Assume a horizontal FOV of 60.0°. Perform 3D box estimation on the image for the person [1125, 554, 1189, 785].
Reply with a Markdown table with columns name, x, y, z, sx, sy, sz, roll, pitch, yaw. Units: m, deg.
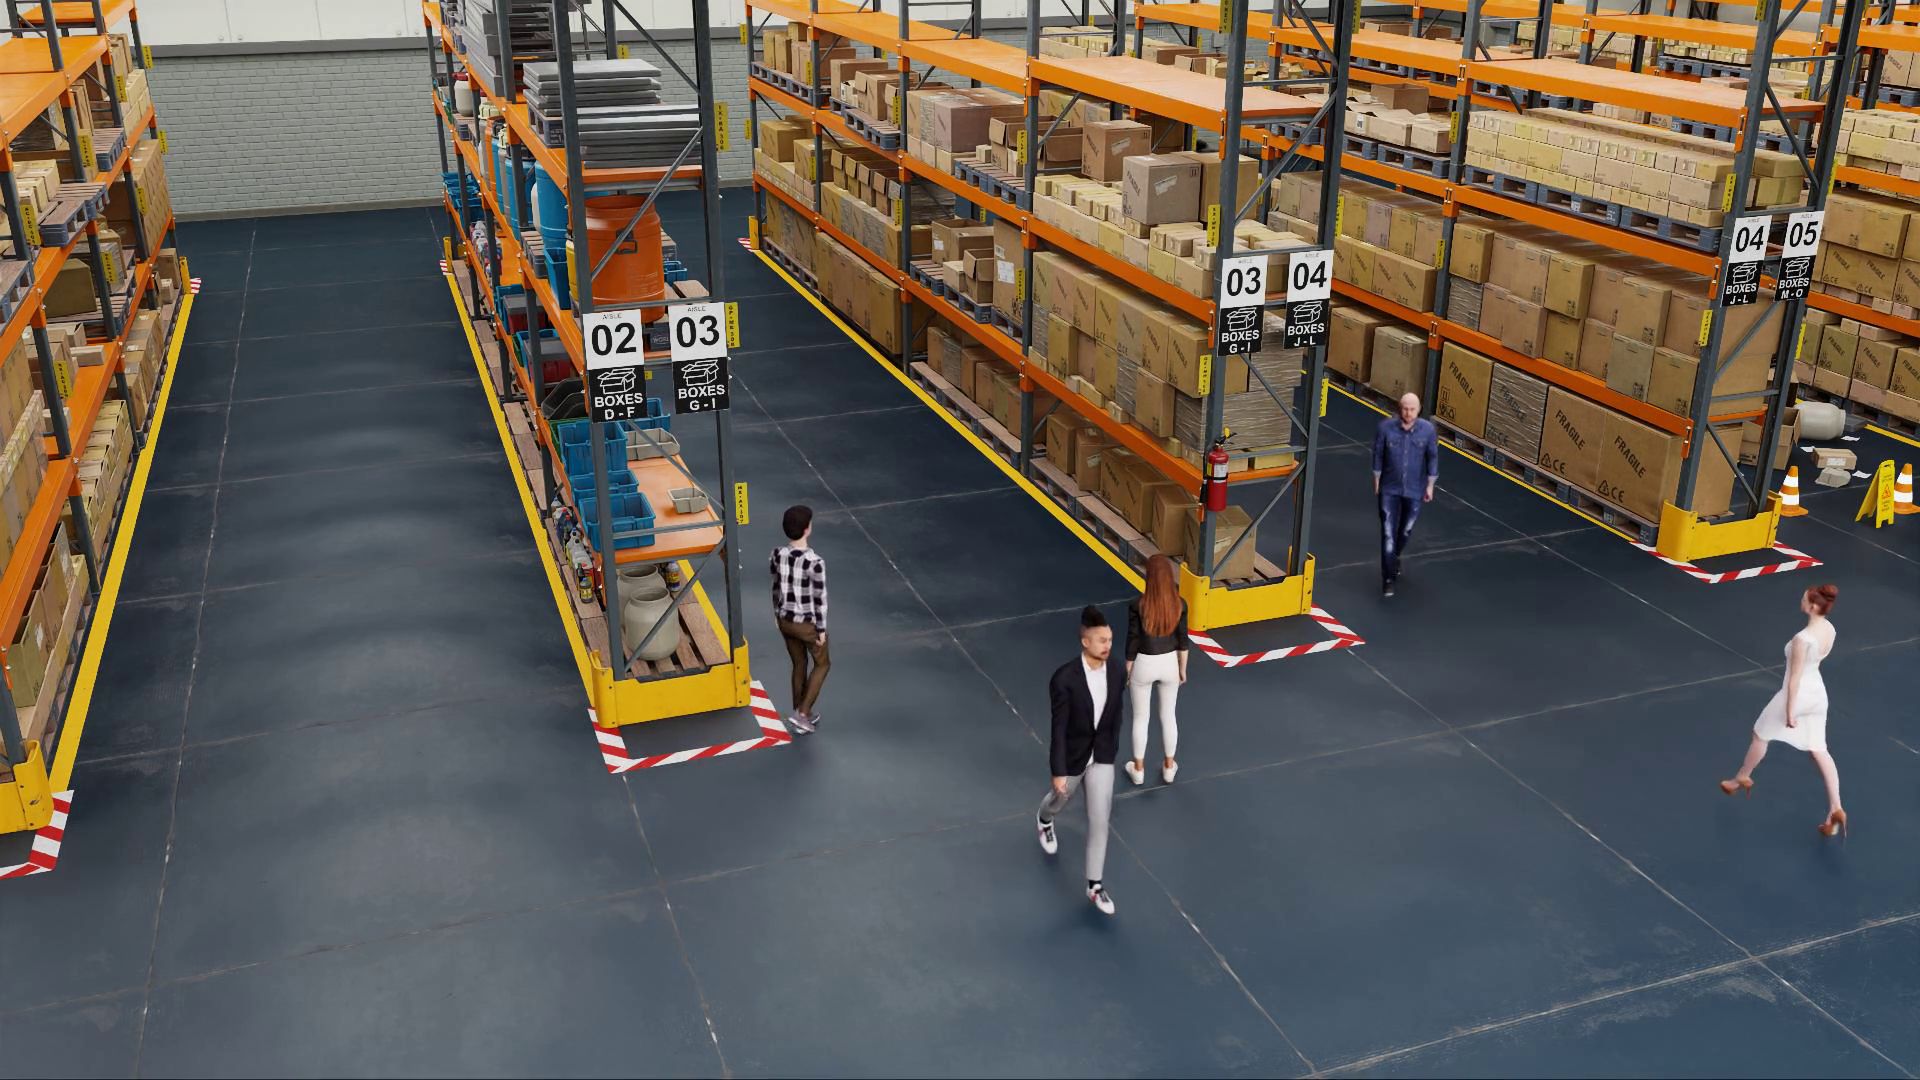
| name | x | y | z | sx | sy | sz | roll | pitch | yaw |
| --- | --- | --- | --- | --- | --- | --- | --- | --- | --- |
| person | 1.359 | 0.900 | 11.601 | 0.666 | 1.701 | 0.620 | -1 | 22 | -3 |

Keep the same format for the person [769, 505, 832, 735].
| name | x | y | z | sx | sy | sz | roll | pitch | yaw |
| --- | --- | --- | --- | --- | --- | --- | --- | --- | --- |
| person | -1.193 | 0.628 | 12.135 | 0.839 | 1.799 | 0.900 | 9 | 24 | 22 |

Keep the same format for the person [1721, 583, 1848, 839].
| name | x | y | z | sx | sy | sz | roll | pitch | yaw |
| --- | --- | --- | --- | --- | --- | --- | --- | --- | --- |
| person | 5.630 | 1.140 | 10.955 | 0.687 | 1.745 | 1.144 | -12 | 25 | -27 |

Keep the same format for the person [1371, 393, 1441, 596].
| name | x | y | z | sx | sy | sz | roll | pitch | yaw |
| --- | --- | --- | --- | --- | --- | --- | --- | --- | --- |
| person | 3.926 | -0.441 | 14.793 | 1.104 | 1.766 | 1.326 | 3 | 22 | 6 |

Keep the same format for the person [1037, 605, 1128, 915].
| name | x | y | z | sx | sy | sz | roll | pitch | yaw |
| --- | --- | --- | --- | --- | --- | --- | --- | --- | --- |
| person | 0.712 | 1.285 | 10.376 | 0.705 | 1.915 | 1.224 | -7 | 23 | -16 |
